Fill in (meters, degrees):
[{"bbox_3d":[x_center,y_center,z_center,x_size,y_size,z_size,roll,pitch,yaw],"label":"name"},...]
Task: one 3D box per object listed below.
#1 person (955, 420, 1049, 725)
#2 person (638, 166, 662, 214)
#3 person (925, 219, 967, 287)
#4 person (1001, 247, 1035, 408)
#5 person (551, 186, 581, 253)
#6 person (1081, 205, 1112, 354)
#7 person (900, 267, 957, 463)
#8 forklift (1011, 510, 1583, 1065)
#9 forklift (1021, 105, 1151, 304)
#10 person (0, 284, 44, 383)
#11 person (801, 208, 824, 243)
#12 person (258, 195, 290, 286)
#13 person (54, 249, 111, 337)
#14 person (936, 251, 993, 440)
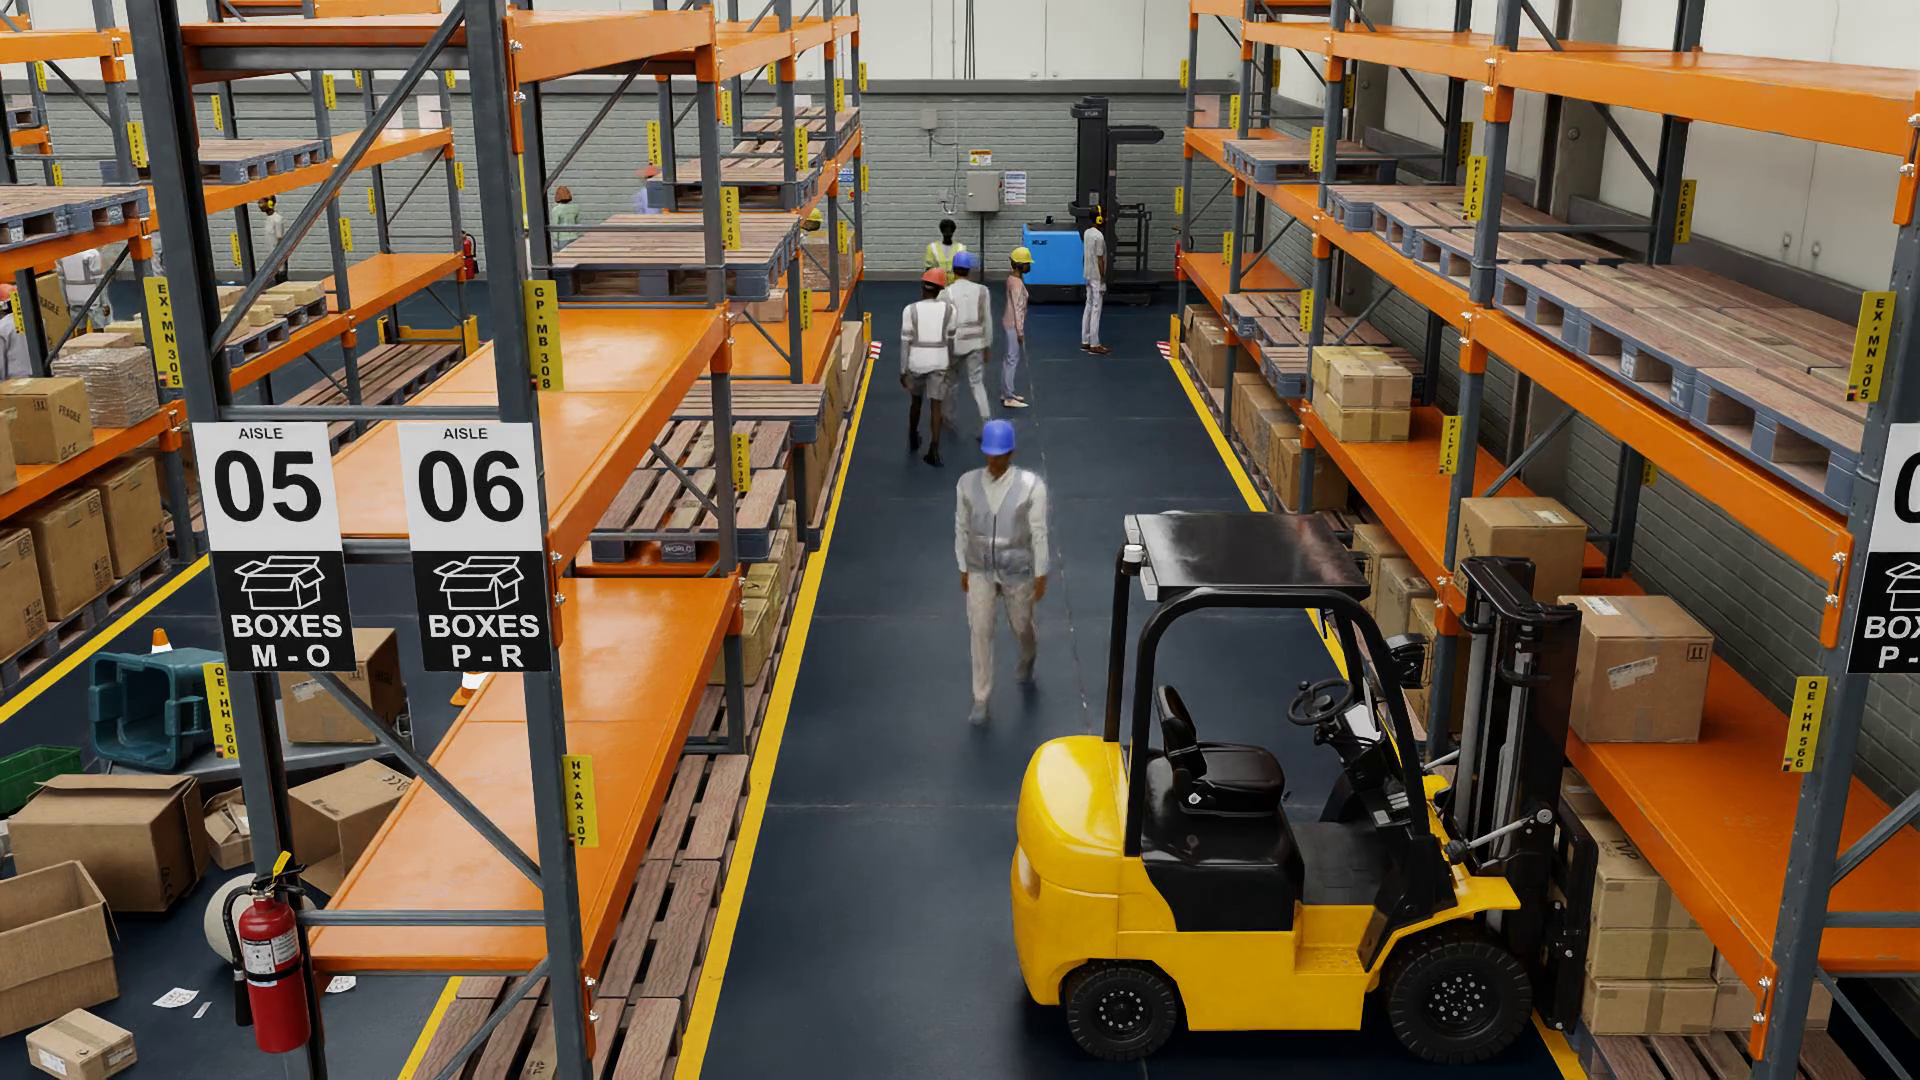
[{"bbox_3d":[0.275,0.146,10.555,0.614,1.925,0.835,4,19,13],"label":"person"},{"bbox_3d":[-4.652,-4.756,25.396,0.566,1.908,0.715,6,19,18],"label":"person"},{"bbox_3d":[-0.163,-3.225,21.098,0.551,1.684,0.366,-1,18,-4],"label":"person"},{"bbox_3d":[0.641,-2.348,18.357,0.350,1.758,0.522,-2,18,-5],"label":"person"},{"bbox_3d":[-5.935,-4.516,25.116,0.282,1.628,0.499,16,24,39],"label":"person"},{"bbox_3d":[1.729,-3.295,21.039,0.320,1.871,0.533,-7,19,-20],"label":"person"},{"bbox_3d":[-0.303,-1.710,16.277,0.558,1.870,0.954,-1,18,-4],"label":"person"},{"bbox_3d":[1.387,1.055,7.378,2.313,2.155,1.214,0,18,0],"label":"forklift"},{"bbox_3d":[1.857,-4.944,24.441,1.873,2.768,1.129,0,18,0],"label":"forklift"},{"bbox_3d":[-9.126,-1.619,16.174,0.355,1.743,0.573,8,20,24],"label":"person"},{"bbox_3d":[-1.924,-3.479,21.812,0.326,1.735,0.491,-1,18,-2],"label":"person"},{"bbox_3d":[-9.263,-3.796,22.581,0.333,1.860,0.501,-13,22,-35],"label":"person"},{"bbox_3d":[-10.253,-2.820,19.516,0.544,1.929,0.388,1,18,4],"label":"person"},{"bbox_3d":[0.063,-1.984,17.050,0.640,1.907,0.940,-5,19,-15],"label":"person"}]
